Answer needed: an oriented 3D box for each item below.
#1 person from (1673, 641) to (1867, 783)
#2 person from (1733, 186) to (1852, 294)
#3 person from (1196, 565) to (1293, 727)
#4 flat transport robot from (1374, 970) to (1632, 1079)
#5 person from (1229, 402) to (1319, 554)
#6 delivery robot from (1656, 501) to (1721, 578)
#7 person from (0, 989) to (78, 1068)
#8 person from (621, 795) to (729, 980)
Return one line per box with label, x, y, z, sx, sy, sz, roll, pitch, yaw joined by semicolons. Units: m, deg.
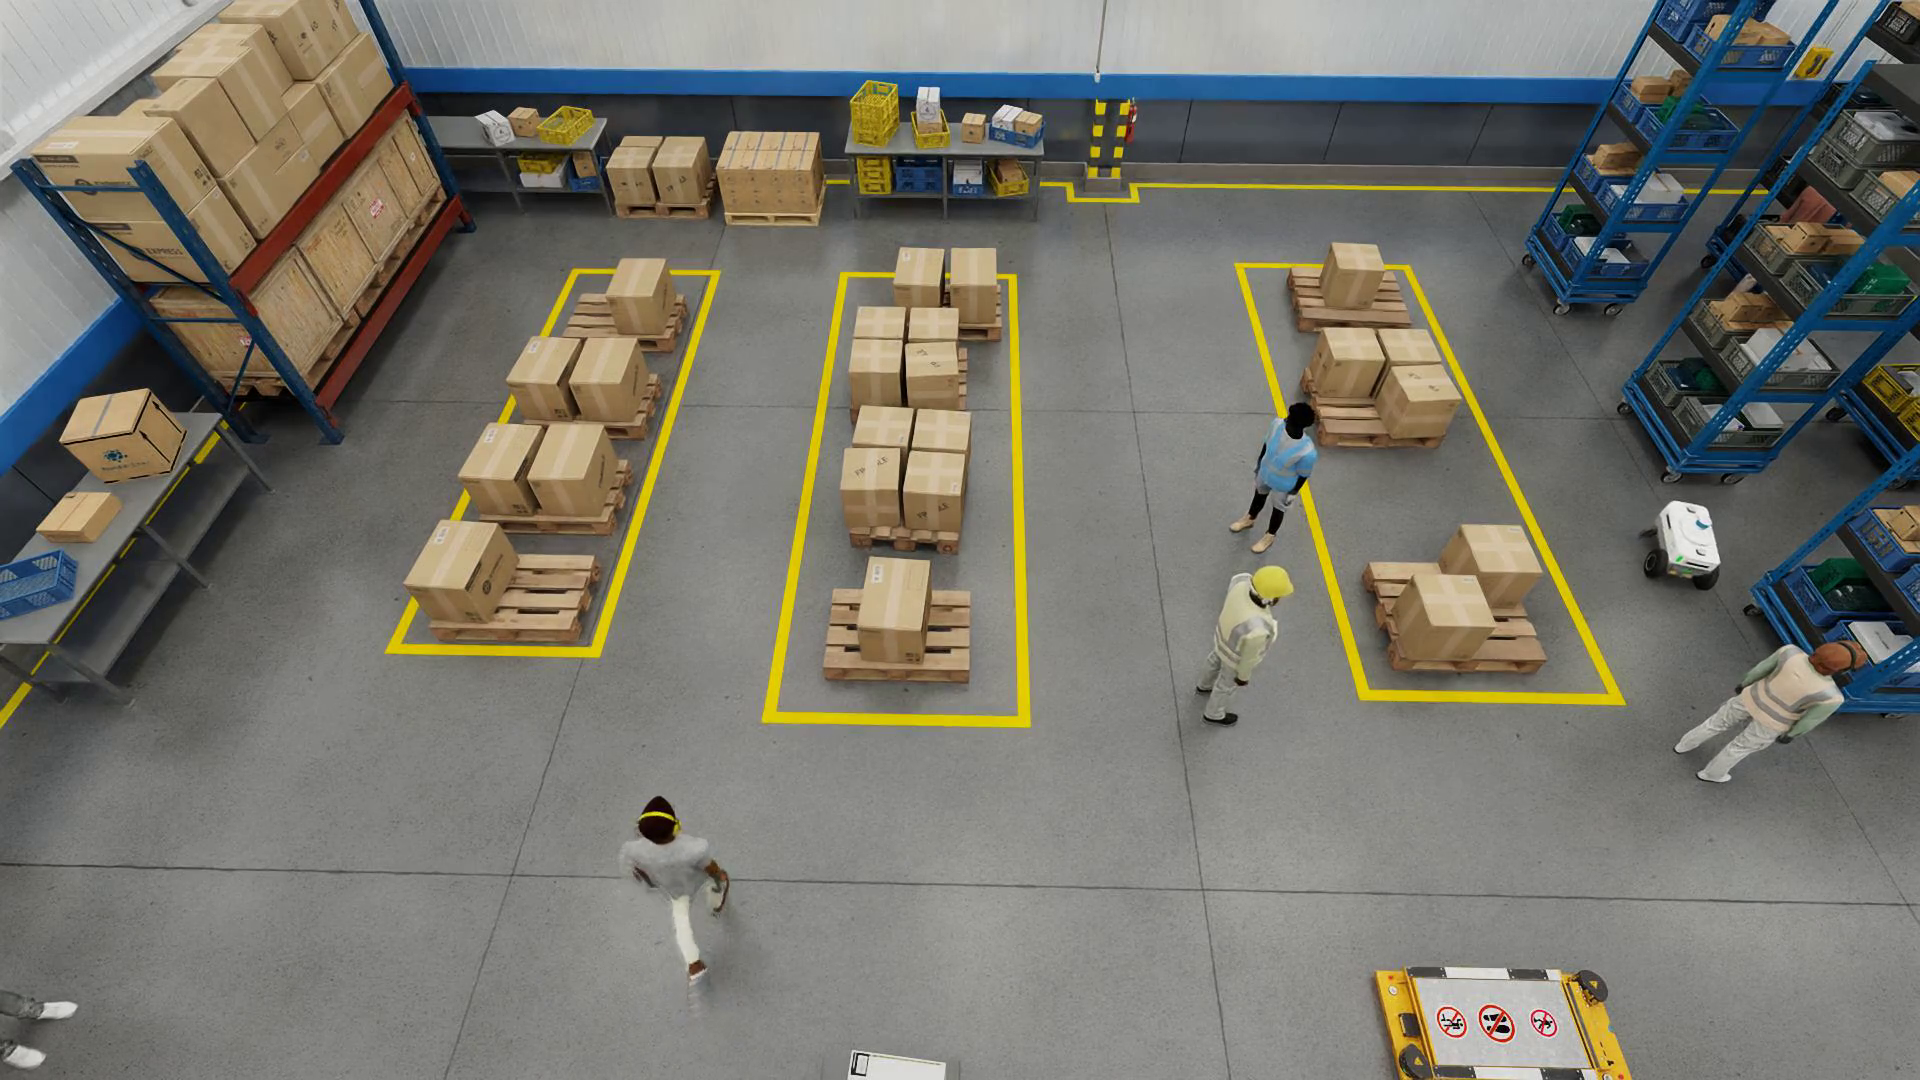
person;5.794;1.227;6.590;0.308;1.640;0.511;-10;52;-8
person;9.082;-3.170;9.958;0.412;1.984;0.624;-18;53;-14
person;2.088;0.782;6.837;0.403;1.826;0.591;-1;51;0
flat transport robot;3.501;3.133;5.914;1.431;0.197;0.652;1;51;1
person;2.774;-0.544;7.997;0.322;1.697;0.535;-22;54;-17
delivery robot;6.559;-0.018;8.243;0.477;0.478;0.707;15;52;12
person;-6.059;2.654;5.260;0.409;1.907;0.597;1;51;1
person;-1.738;2.140;5.714;0.540;1.848;0.721;-7;51;-5
